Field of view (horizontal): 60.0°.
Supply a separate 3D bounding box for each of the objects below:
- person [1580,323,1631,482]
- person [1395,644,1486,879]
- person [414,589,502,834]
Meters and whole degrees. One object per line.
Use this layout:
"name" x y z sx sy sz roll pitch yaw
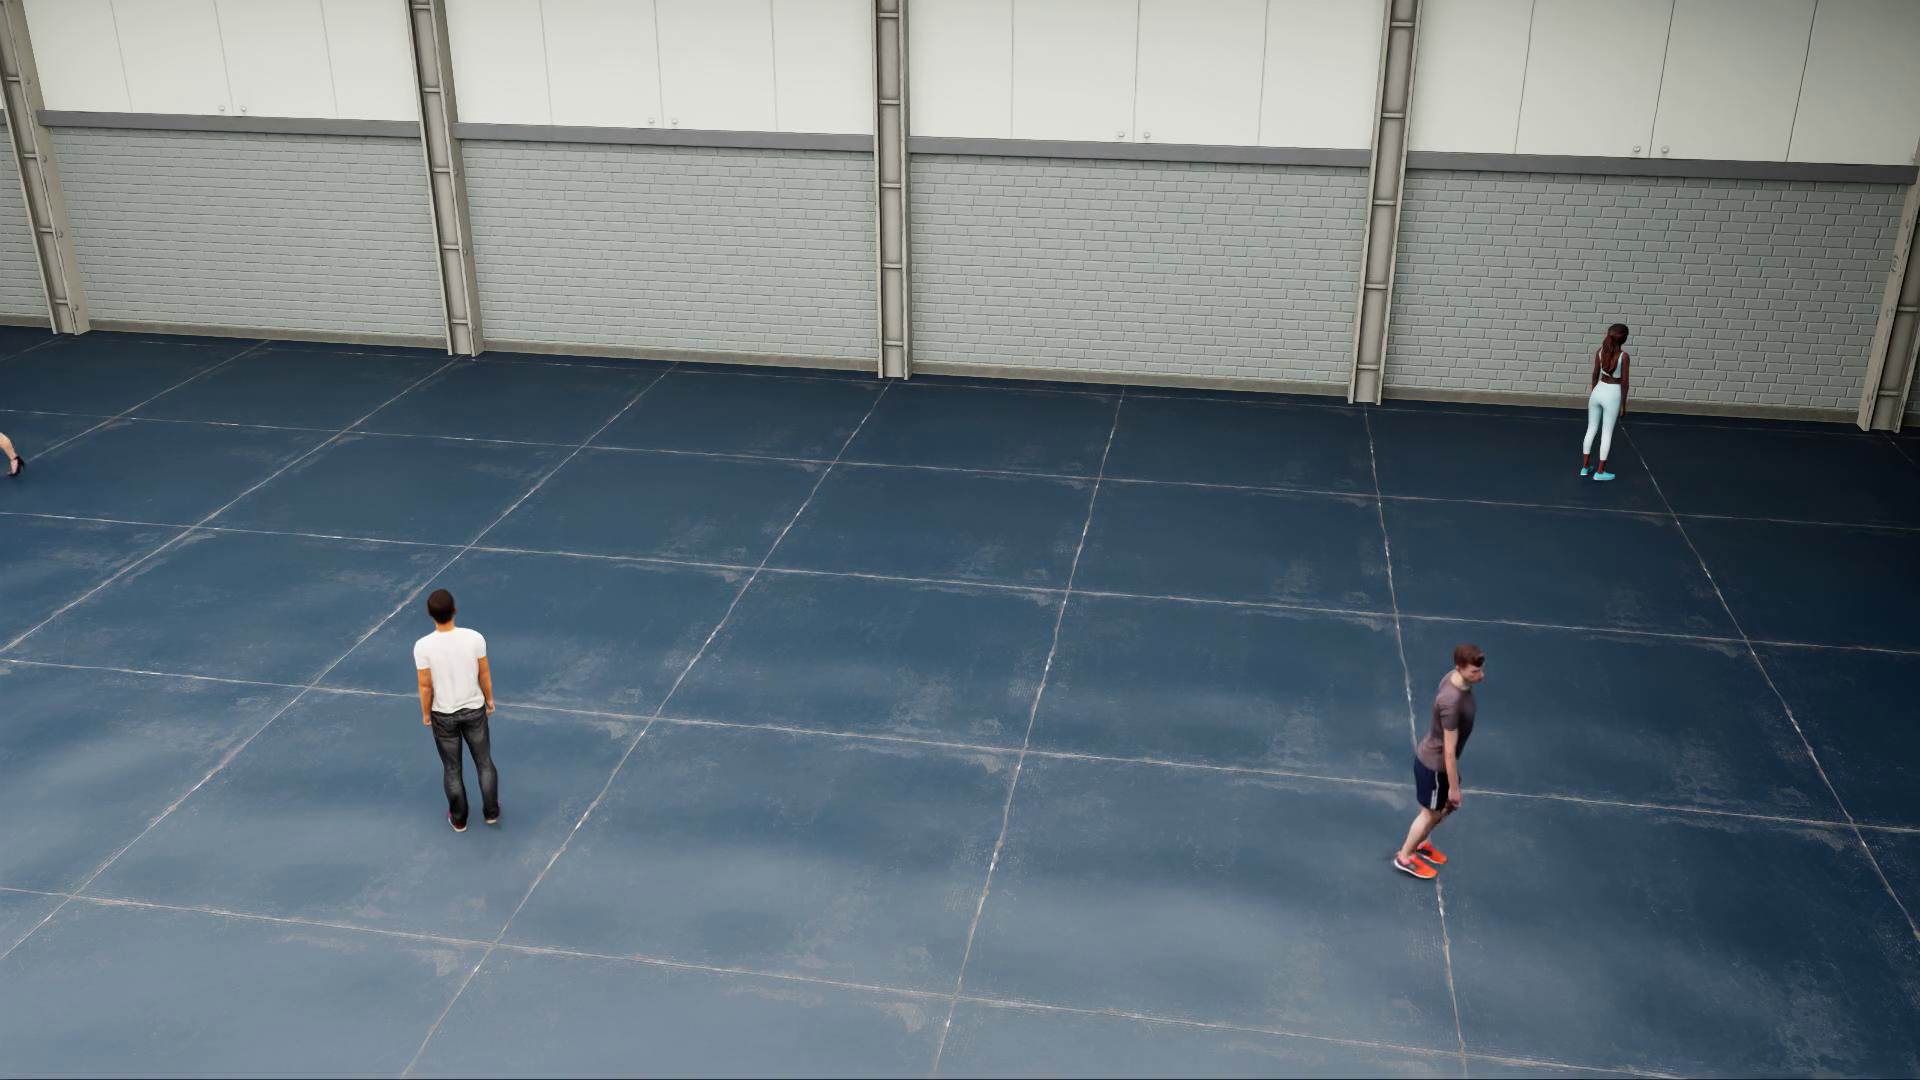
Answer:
"person" 7.014 -1.512 18.061 0.713 1.723 0.647 -17 28 -34
"person" 3.122 1.448 10.980 0.747 1.818 0.773 5 23 11
"person" -3.510 1.185 11.619 0.679 1.801 0.781 -11 25 -24
